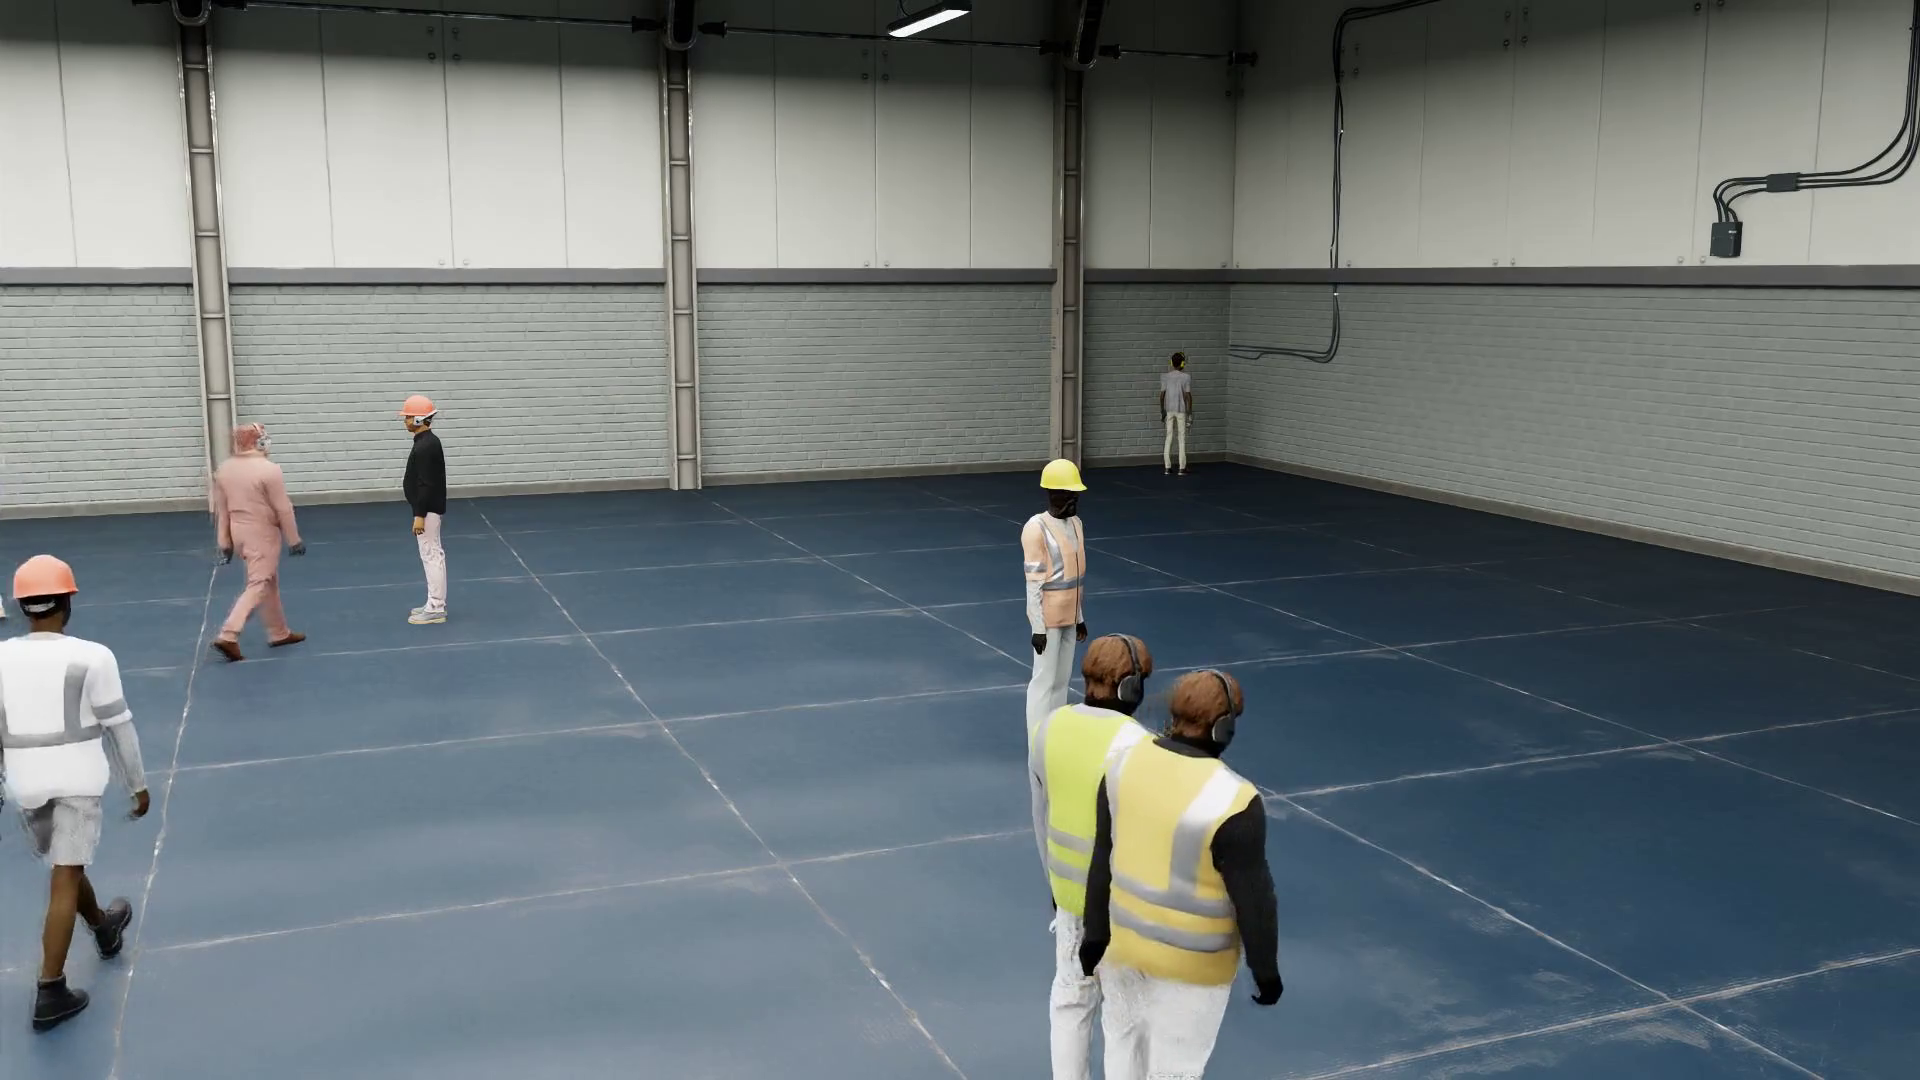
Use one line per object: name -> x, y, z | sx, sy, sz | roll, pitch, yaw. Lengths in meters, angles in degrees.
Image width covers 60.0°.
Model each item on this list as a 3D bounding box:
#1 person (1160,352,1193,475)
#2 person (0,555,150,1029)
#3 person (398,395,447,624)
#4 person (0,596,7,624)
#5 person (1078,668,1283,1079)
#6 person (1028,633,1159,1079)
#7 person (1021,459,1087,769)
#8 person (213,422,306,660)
person -> 3.303, -1.929, 25.368 | 0.530, 1.869, 0.311 | 5, 10, 28
person -> -3.740, 0.993, 7.004 | 0.584, 1.866, 1.033 | 0, 9, -3
person -> -4.676, -0.268, 14.541 | 0.376, 1.995, 0.612 | -2, 9, -11
person -> -8.673, -0.141, 14.382 | 0.956, 1.802, 0.644 | 5, 10, 28
person -> 0.752, 1.302, 5.295 | 0.622, 1.815, 0.640 | -6, 11, -33
person -> 0.522, 1.225, 5.665 | 0.430, 1.841, 0.619 | -7, 12, -39
person -> 0.599, 0.464, 10.158 | 0.364, 1.927, 0.587 | 5, 11, 31
person -> -5.642, -0.005, 13.267 | 0.637, 1.873, 0.926 | 6, 11, 31
